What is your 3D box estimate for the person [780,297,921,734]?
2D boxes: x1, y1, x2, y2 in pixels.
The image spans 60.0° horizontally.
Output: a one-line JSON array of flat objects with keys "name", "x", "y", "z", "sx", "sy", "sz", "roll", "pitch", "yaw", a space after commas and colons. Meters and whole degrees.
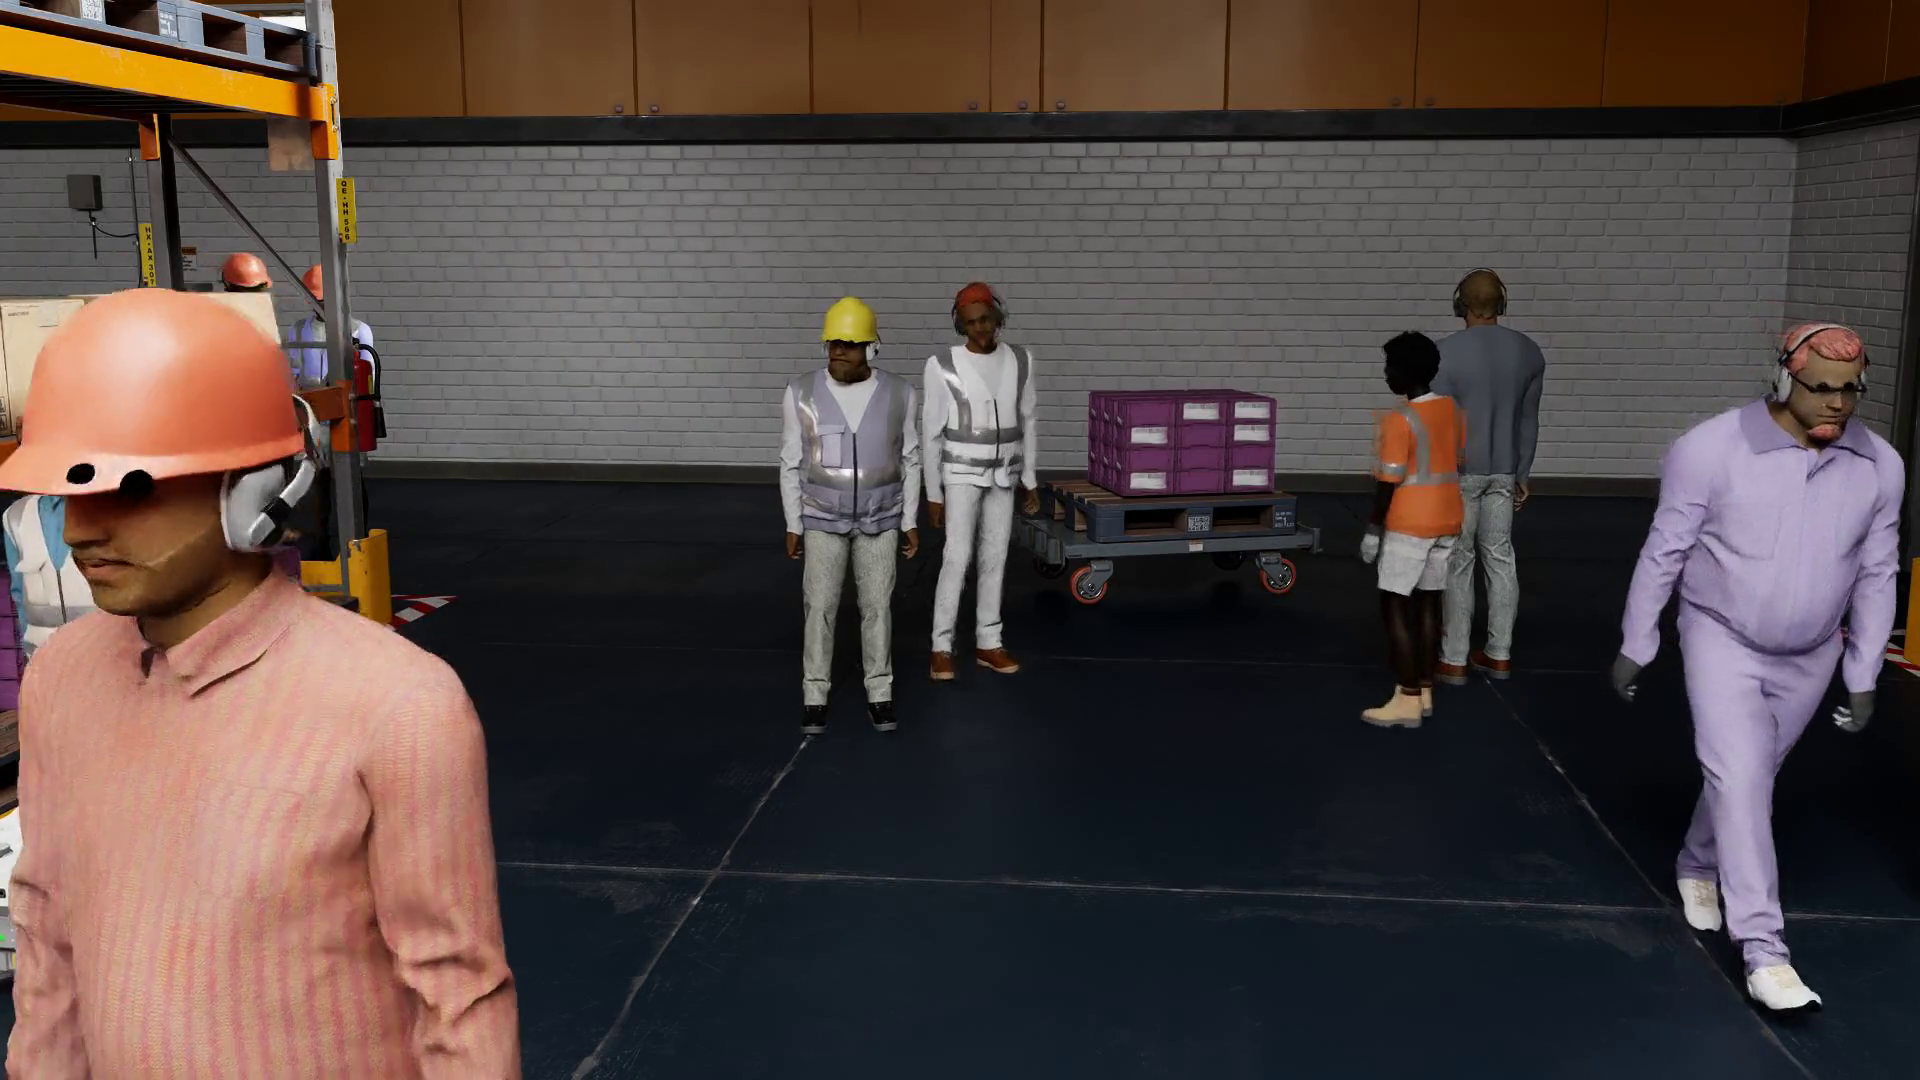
[{"name": "person", "x": -0.450, "y": -0.093, "z": 6.953, "sx": 0.592, "sy": 1.828, "sz": 0.404, "roll": -1, "pitch": 10, "yaw": -8}]

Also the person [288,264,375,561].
[{"name": "person", "x": -3.998, "y": -0.778, "z": 10.590, "sx": 0.543, "sy": 1.928, "sz": 0.370, "roll": 0, "pitch": 10, "yaw": 0}]

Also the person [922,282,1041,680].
[{"name": "person", "x": 0.092, "y": -0.271, "z": 7.882, "sx": 0.603, "sy": 1.873, "sz": 0.349, "roll": -5, "pitch": 11, "yaw": -28}]

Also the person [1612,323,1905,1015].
[{"name": "person", "x": 2.218, "y": 0.318, "z": 4.610, "sx": 0.719, "sy": 1.827, "sz": 1.040, "roll": 0, "pitch": 10, "yaw": -1}]

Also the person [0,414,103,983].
[{"name": "person", "x": -2.513, "y": 0.394, "z": 4.834, "sx": 0.512, "sy": 1.594, "sz": 0.864, "roll": 1, "pitch": 10, "yaw": 4}]

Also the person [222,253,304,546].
[{"name": "person", "x": -4.661, "y": -0.895, "z": 11.057, "sx": 0.514, "sy": 2.004, "sz": 0.688, "roll": -1, "pitch": 10, "yaw": -6}]

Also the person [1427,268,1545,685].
[{"name": "person", "x": 2.408, "y": -0.291, "z": 7.774, "sx": 0.635, "sy": 1.936, "sz": 0.354, "roll": -4, "pitch": 11, "yaw": -20}]

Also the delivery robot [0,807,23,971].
[{"name": "delivery robot", "x": -2.533, "y": 0.890, "z": 4.697, "sx": 0.477, "sy": 0.478, "sz": 0.707, "roll": 1, "pitch": 10, "yaw": 8}]

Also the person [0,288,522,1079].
[{"name": "person", "x": -0.800, "y": 0.733, "z": 1.831, "sx": 0.685, "sy": 1.981, "sz": 0.563, "roll": 4, "pitch": 11, "yaw": 22}]

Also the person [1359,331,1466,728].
[{"name": "person", "x": 1.948, "y": -0.040, "z": 7.086, "sx": 0.603, "sy": 1.683, "sz": 0.334, "roll": -8, "pitch": 13, "yaw": -40}]
